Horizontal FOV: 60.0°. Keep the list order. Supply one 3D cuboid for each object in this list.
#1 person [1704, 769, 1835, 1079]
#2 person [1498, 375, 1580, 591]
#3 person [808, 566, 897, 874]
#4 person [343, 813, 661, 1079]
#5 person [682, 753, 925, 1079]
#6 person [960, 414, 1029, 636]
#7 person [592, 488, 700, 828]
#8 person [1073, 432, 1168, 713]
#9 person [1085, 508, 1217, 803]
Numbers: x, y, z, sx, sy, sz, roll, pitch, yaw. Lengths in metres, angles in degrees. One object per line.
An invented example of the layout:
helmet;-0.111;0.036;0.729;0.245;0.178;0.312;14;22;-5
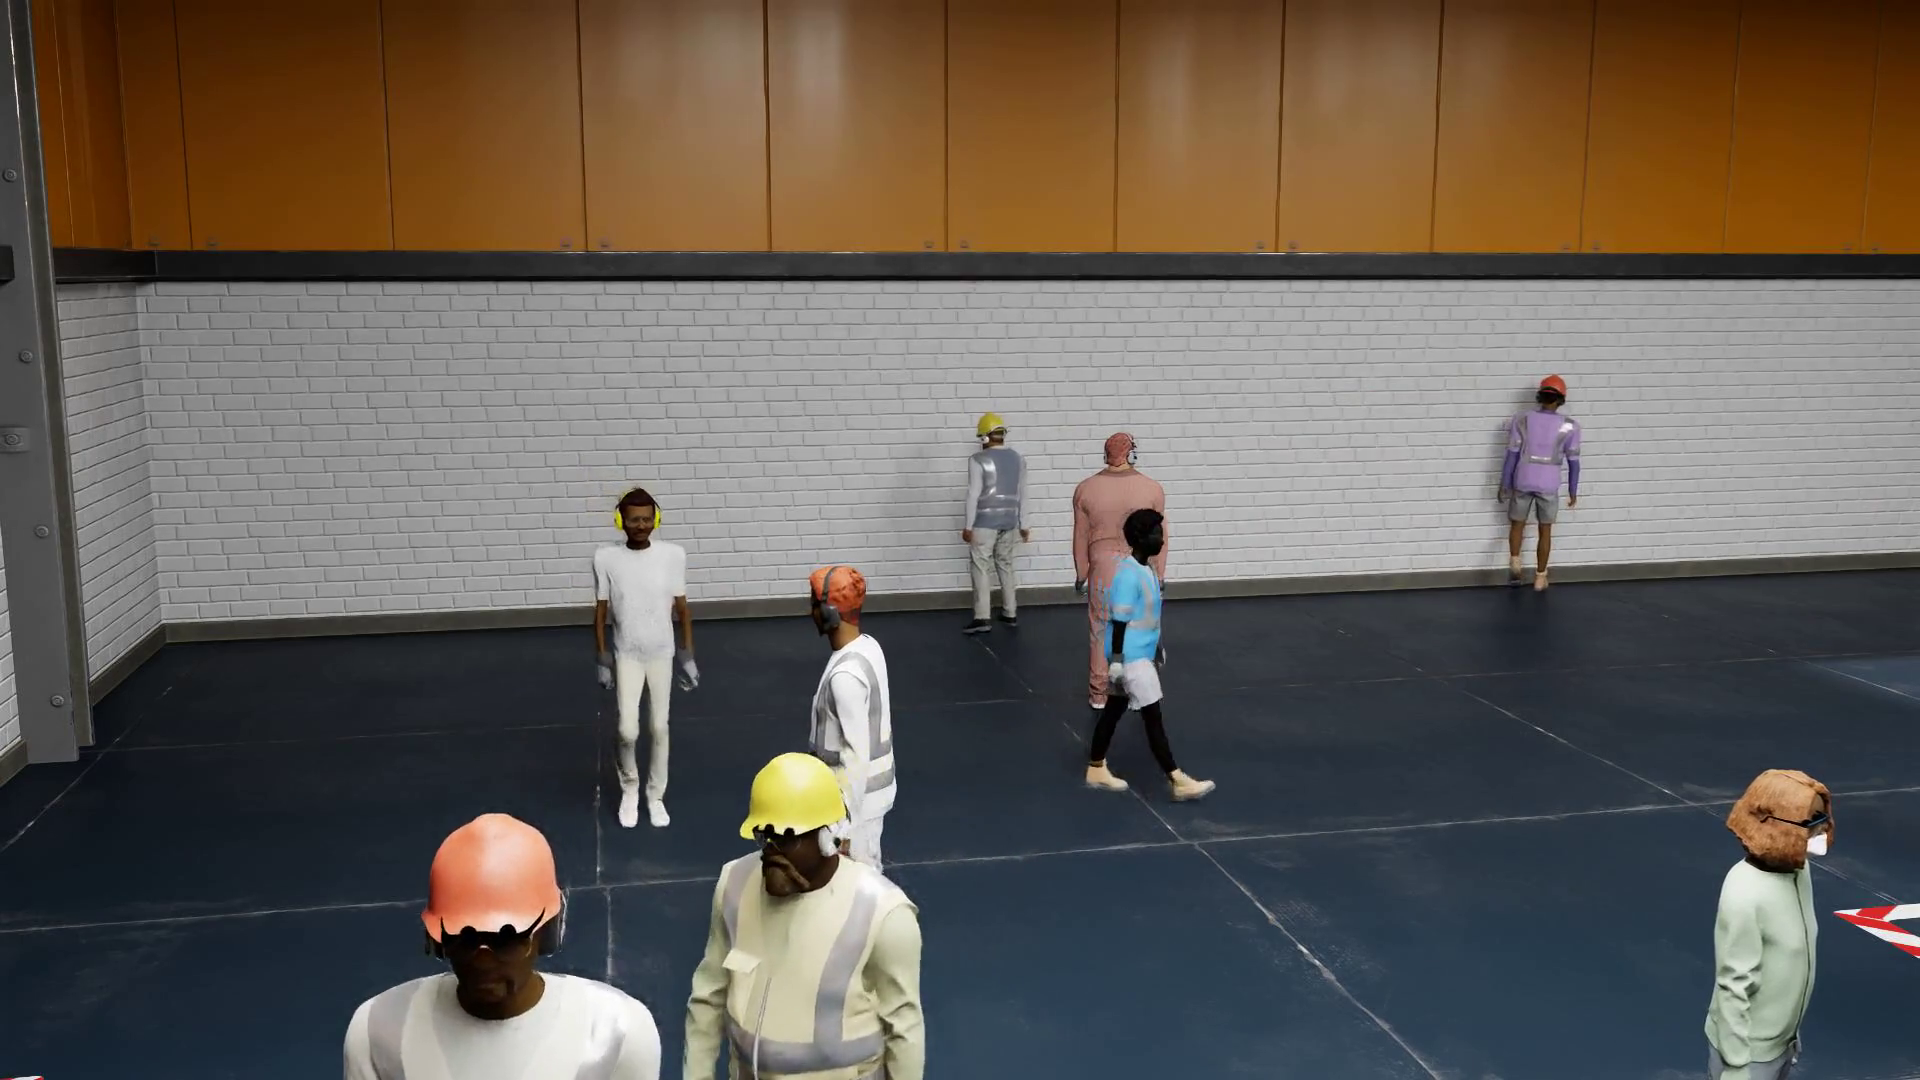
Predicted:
person;2.252;1.432;4.688;0.264;1.632;0.507;8;13;42
person;5.306;-0.495;15.254;0.671;2.022;0.807;5;10;27
person;-0.426;1.023;6.425;0.356;1.881;0.575;0;9;2
person;-0.883;1.494;3.237;0.607;1.995;1.067;0;9;1
person;-0.448;1.424;4.193;0.596;1.805;0.678;6;11;34
person;0.271;-0.125;13.702;0.790;1.799;0.541;-8;12;-41
person;-1.670;0.638;8.886;0.528;1.854;0.444;-3;10;-18
person;1.086;0.222;11.254;0.636;1.903;0.405;2;9;11
person;1.078;0.648;9.367;0.841;1.655;0.554;3;10;16
